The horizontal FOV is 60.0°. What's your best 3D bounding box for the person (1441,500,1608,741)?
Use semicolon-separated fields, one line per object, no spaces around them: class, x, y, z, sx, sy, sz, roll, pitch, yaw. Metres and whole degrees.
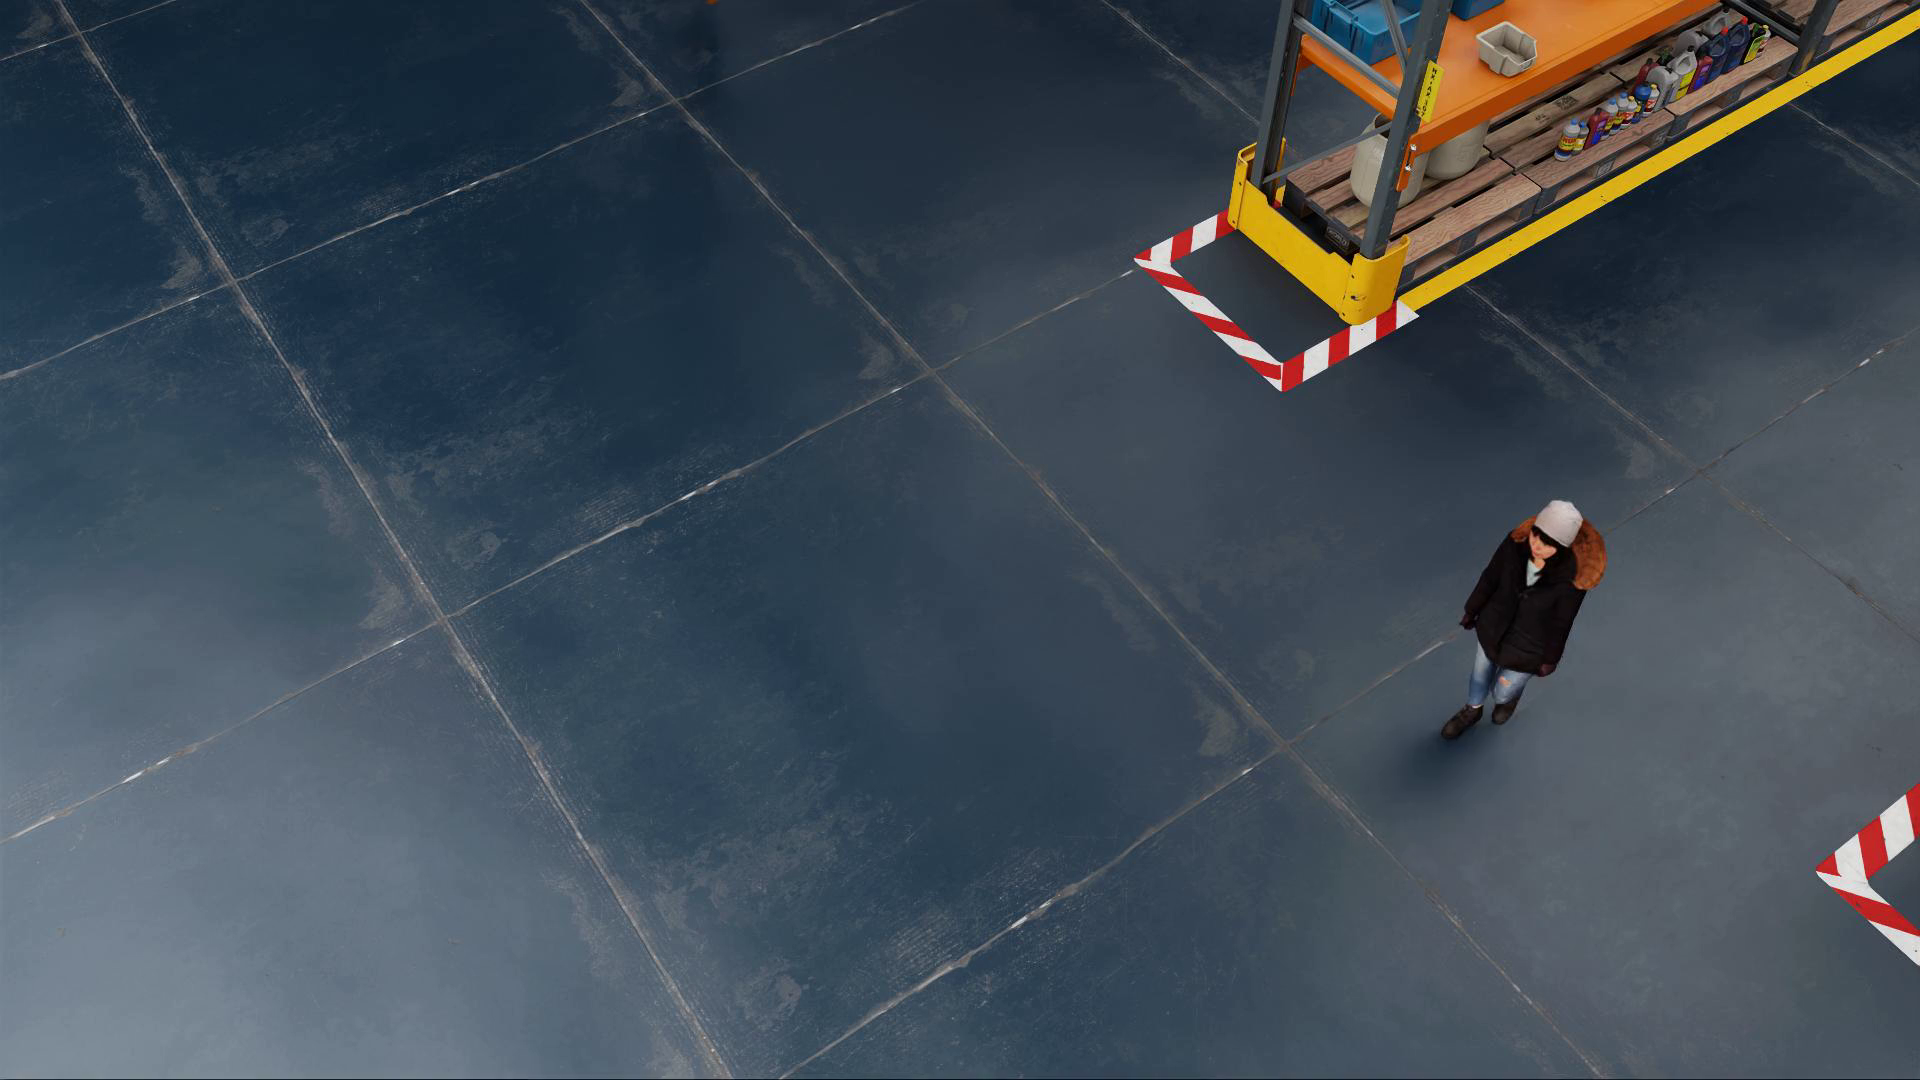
person;2.531;0.361;7.421;0.681;1.624;0.649;-35;60;-24
